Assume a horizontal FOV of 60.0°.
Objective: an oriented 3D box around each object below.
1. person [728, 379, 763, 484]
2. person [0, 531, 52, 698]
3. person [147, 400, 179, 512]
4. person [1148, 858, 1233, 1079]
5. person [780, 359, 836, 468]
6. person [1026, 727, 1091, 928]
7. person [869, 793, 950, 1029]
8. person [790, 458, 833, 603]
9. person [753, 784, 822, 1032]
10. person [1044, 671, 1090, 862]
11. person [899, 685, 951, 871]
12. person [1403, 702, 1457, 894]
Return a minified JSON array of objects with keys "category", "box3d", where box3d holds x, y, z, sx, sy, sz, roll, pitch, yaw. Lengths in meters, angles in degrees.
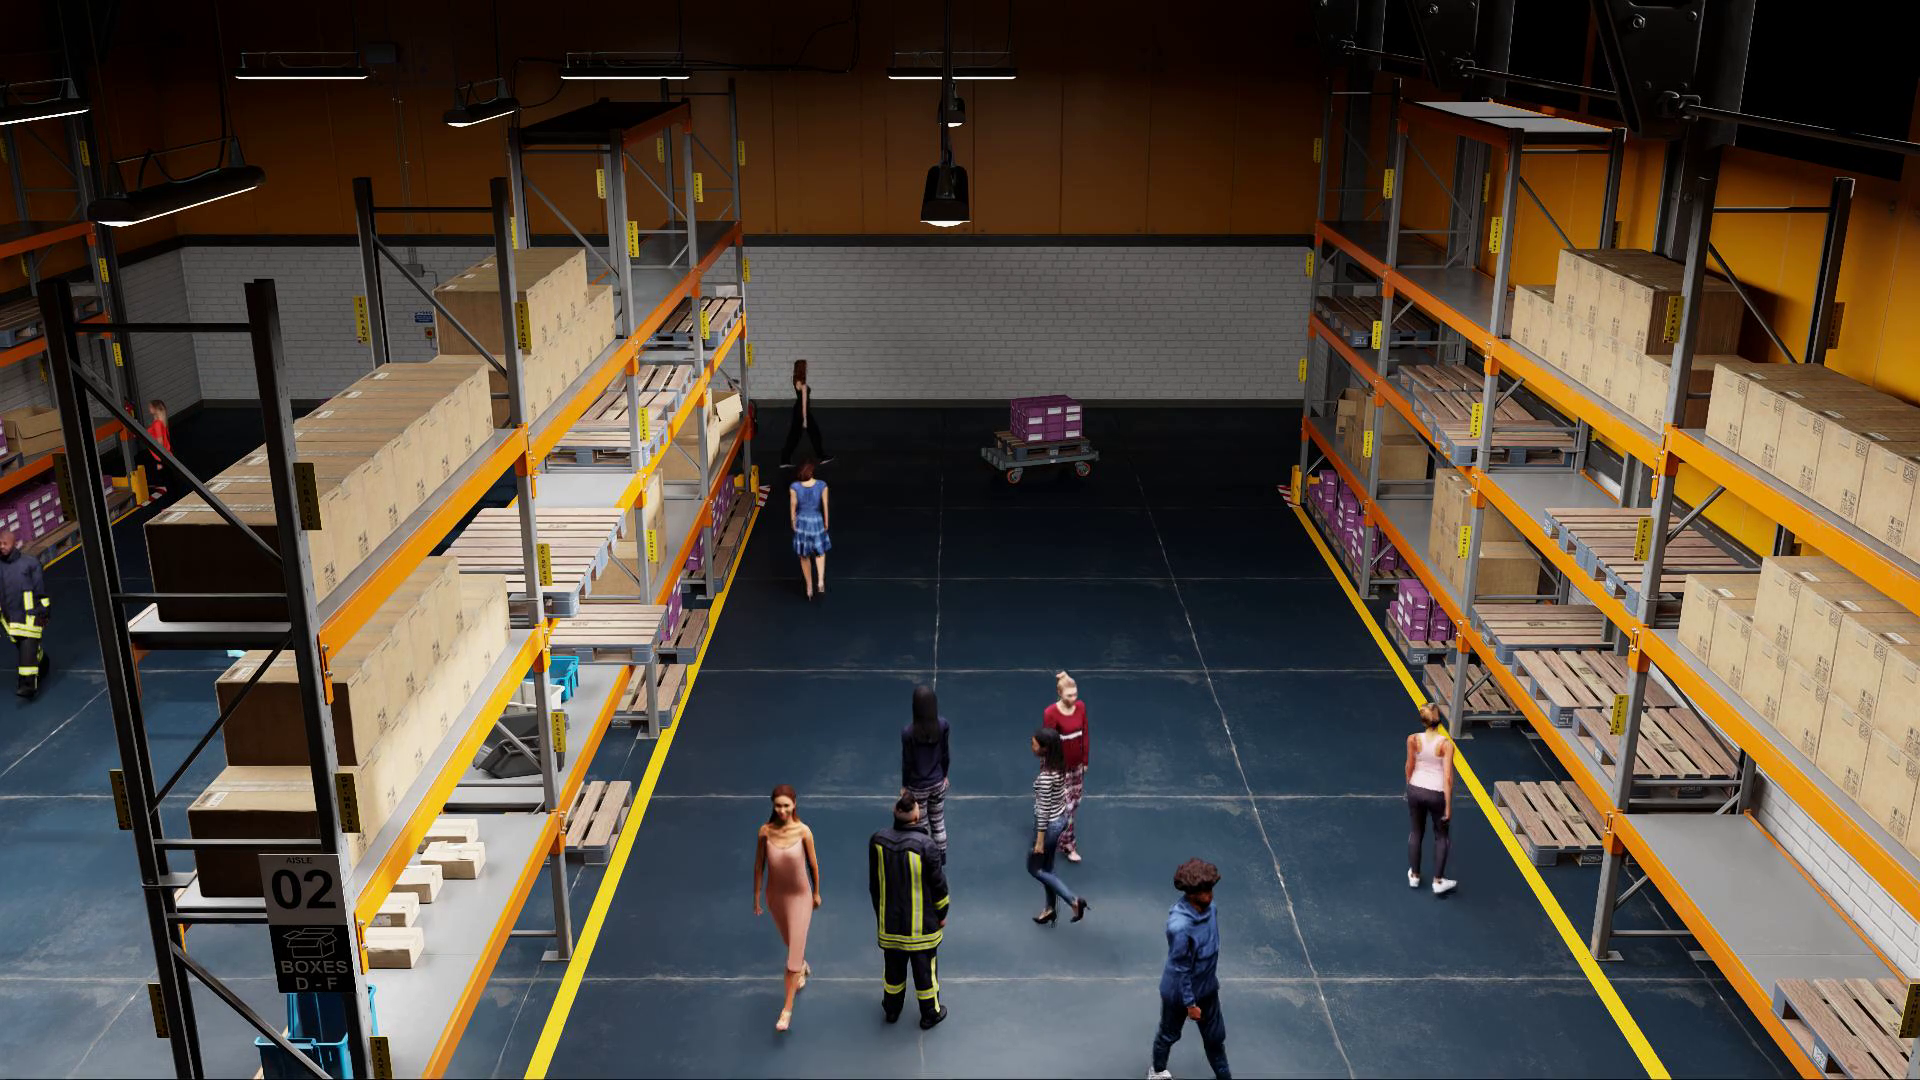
[{"category":"person","box3d":[-3.445,-1.612,24.946,0.701,1.631,0.987,0,19,-1]},{"category":"person","box3d":[-9.992,0.740,17.728,0.826,1.781,1.189,-2,19,-6]},{"category":"person","box3d":[-11.243,-1.158,23.501,0.716,1.694,0.576,-6,20,-18]},{"category":"person","box3d":[1.473,2.958,11.145,1.118,1.778,1.054,17,25,42]},{"category":"person","box3d":[-2.535,-1.912,25.736,0.993,1.695,1.145,-9,21,-24]},{"category":"person","box3d":[0.765,2.315,13.061,0.830,1.774,0.789,9,21,25]},{"category":"person","box3d":[-0.370,2.640,11.965,0.849,1.859,0.834,7,20,21]},{"category":"person","box3d":[-1.819,-0.092,20.174,0.731,1.797,0.745,-4,19,-11]},{"category":"person","box3d":[-1.238,2.602,12.198,0.729,1.781,1.154,3,19,8]},{"category":"person","box3d":[0.864,1.920,14.379,0.911,1.681,1.014,-13,22,-33]},{"category":"person","box3d":[-0.290,2.026,13.984,0.683,1.733,0.680,-10,21,-28]},{"category":"person","box3d":[3.889,2.141,13.787,0.803,1.640,0.789,-16,25,-40]}]
